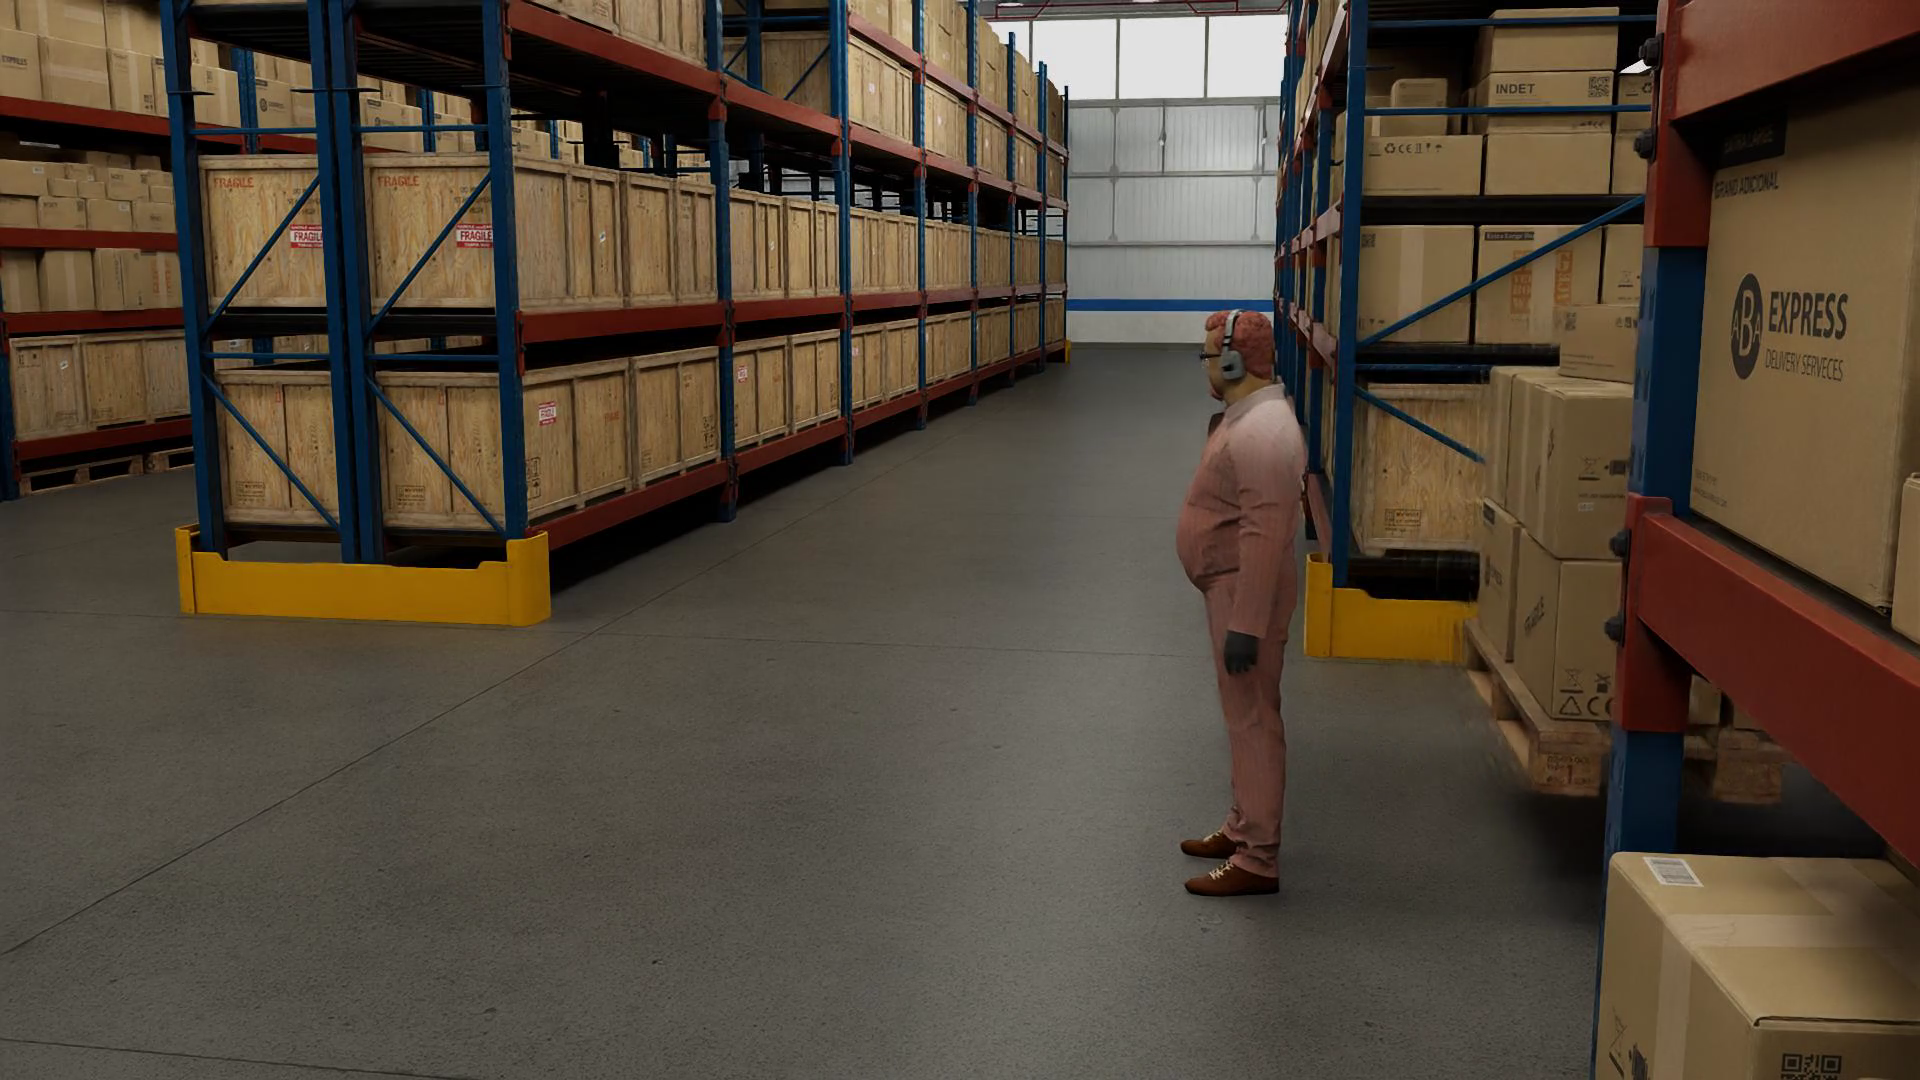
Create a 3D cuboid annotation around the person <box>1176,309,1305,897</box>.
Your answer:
[{"bbox_3d":[0.904,0.206,5.437,0.402,1.904,0.638,1,9,9],"label":"person"}]
